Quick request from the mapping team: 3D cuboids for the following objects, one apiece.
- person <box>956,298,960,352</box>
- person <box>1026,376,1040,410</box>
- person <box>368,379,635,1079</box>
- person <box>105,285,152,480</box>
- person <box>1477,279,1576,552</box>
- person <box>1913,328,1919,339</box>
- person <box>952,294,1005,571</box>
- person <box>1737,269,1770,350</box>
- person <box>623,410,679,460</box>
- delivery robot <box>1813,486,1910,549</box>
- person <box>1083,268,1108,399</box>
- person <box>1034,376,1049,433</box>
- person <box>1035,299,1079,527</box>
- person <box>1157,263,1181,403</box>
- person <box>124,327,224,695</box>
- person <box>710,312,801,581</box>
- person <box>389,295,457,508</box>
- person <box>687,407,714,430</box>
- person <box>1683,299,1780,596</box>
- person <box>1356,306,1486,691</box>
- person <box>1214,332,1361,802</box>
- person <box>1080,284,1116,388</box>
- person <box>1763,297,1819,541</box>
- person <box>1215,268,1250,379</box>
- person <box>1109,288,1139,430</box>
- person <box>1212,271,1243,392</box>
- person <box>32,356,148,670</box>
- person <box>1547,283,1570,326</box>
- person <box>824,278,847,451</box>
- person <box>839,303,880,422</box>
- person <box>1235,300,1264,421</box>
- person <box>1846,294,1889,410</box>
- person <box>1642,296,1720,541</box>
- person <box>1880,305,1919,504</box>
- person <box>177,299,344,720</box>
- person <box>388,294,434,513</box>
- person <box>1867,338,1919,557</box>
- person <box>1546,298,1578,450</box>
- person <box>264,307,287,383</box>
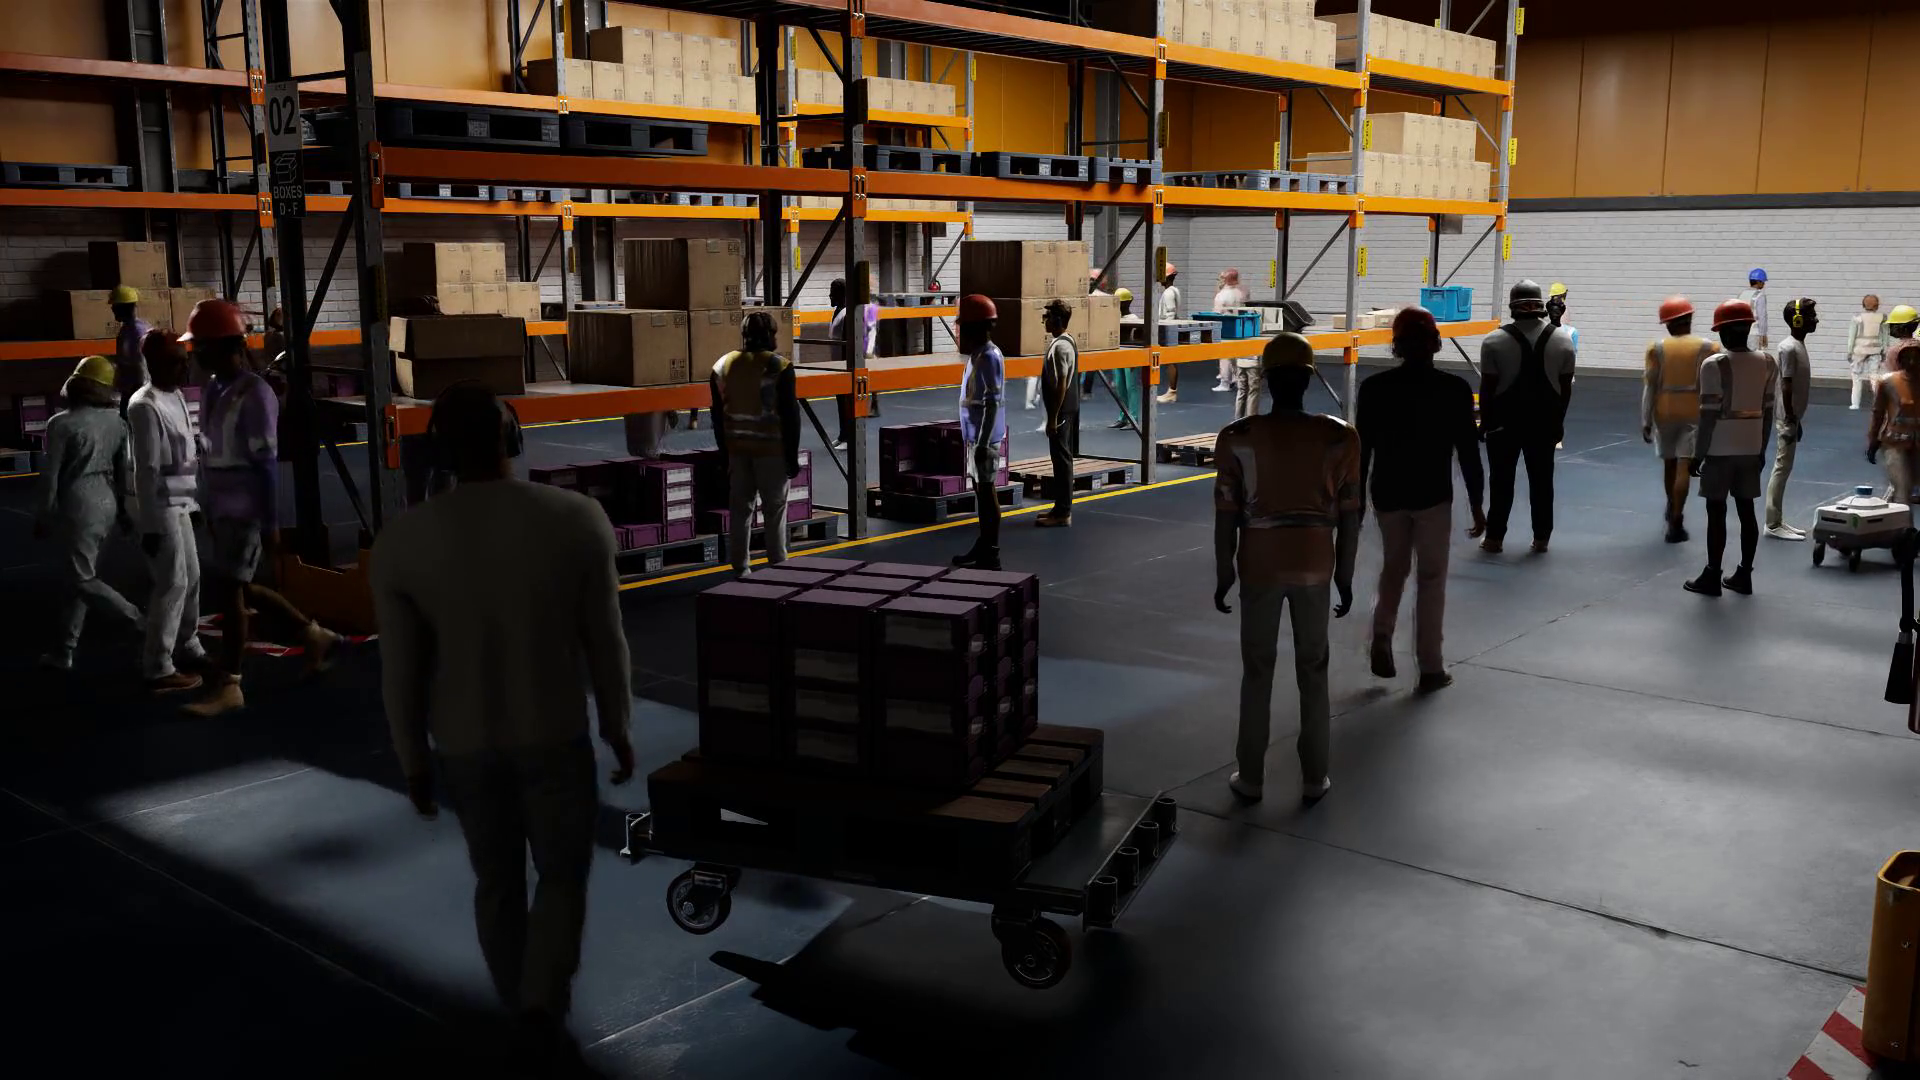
[{"bbox_3d":[0.248,-2.562,21.854,0.613,1.985,0.402,0,10,0],"label":"person"},{"bbox_3d":[1.067,-2.656,23.506,0.510,1.586,0.848,5,11,24],"label":"person"},{"bbox_3d":[-1.186,0.543,4.367,0.653,1.922,0.685,-2,10,-11],"label":"person"},{"bbox_3d":[-7.985,-1.536,16.247,0.731,1.906,0.592,-7,12,-36],"label":"person"},{"bbox_3d":[4.162,-0.924,12.368,0.678,2.000,0.537,1,10,3],"label":"person"},{"bbox_3d":[8.721,-1.281,14.984,0.652,1.837,0.462,-3,10,-17],"label":"person"},{"bbox_3d":[0.133,-0.737,11.599,0.355,1.938,0.544,-1,10,-8],"label":"person"},{"bbox_3d":[12.057,-3.136,25.340,0.575,1.939,0.612,-2,10,-9],"label":"person"},{"bbox_3d":[-2.526,-1.139,13.952,0.657,1.918,0.617,8,13,39],"label":"person"},{"bbox_3d":[6.439,-0.142,11.877,0.707,0.478,0.477,-6,12,-31],"label":"delivery robot"},{"bbox_3d":[1.895,-3.026,24.586,0.648,1.951,0.736,4,11,21],"label":"person"},{"bbox_3d":[1.030,-2.204,20.255,0.704,1.825,0.533,-9,13,-42],"label":"person"},{"bbox_3d":[0.789,-1.025,13.500,0.345,1.846,0.508,1,10,8],"label":"person"},{"bbox_3d":[3.028,-3.014,24.272,0.394,2.040,0.609,2,10,13],"label":"person"},{"bbox_3d":[-4.052,-0.158,8.516,0.380,1.875,0.646,-2,10,-13],"label":"person"},{"bbox_3d":[-1.319,-0.571,10.942,0.625,1.839,0.427,4,11,24],"label":"person"},{"bbox_3d":[-3.906,-0.852,12.339,0.643,1.908,0.410,5,11,27],"label":"person"},{"bbox_3d":[-3.225,-2.217,20.713,0.534,1.697,0.318,-3,11,-18],"label":"person"},{"bbox_3d":[4.997,-0.596,10.821,0.542,1.928,0.375,-2,10,-12],"label":"person"},{"bbox_3d":[2.330,-0.204,8.508,0.708,1.955,0.546,9,13,41],"label":"person"},{"bbox_3d":[1.318,0.120,6.774,0.585,1.919,0.374,1,10,5],"label":"person"},{"bbox_3d":[2.231,-3.346,26.859,0.965,1.797,0.584,-3,10,-18],"label":"person"},{"bbox_3d":[6.470,-0.937,12.918,0.328,1.877,0.513,6,11,29],"label":"person"},{"bbox_3d":[4.670,-3.726,28.698,0.639,1.911,0.406,-2,10,-11],"label":"person"},{"bbox_3d":[2.036,-2.243,20.694,0.342,1.760,0.529,-5,11,-26],"label":"person"},{"bbox_3d":[4.154,-3.276,26.171,0.429,1.892,0.678,8,13,40],"label":"person"},{"bbox_3d":[-4.643,-0.138,8.886,0.752,1.684,0.498,2,10,11],"label":"person"},{"bbox_3d":[8.433,-2.739,23.509,0.328,1.759,0.524,1,10,4],"label":"person"},{"bbox_3d":[-1.299,-1.957,18.595,0.392,1.920,0.593,-3,10,-18],"label":"person"},{"bbox_3d":[-1.314,-2.508,21.851,0.541,1.893,1.014,3,11,19],"label":"person"},{"bbox_3d":[3.538,-2.091,20.187,0.314,1.632,0.521,-5,11,-28],"label":"person"},{"bbox_3d":[12.590,-2.592,23.061,0.520,1.626,0.508,2,10,9],"label":"person"},{"bbox_3d":[5.651,-0.957,13.034,0.575,1.869,0.963,6,12,31],"label":"person"},{"bbox_3d":[8.256,-1.175,14.619,0.531,1.760,0.353,-6,12,-31],"label":"person"},{"bbox_3d":[-3.488,-0.173,8.187,0.616,2.019,0.849,9,14,43],"label":"person"},{"bbox_3d":[-4.199,-0.980,13.122,0.648,1.882,1.020,8,13,37],"label":"person"},{"bbox_3d":[7.066,-0.716,12.456,0.529,1.603,0.791,1,10,7],"label":"person"},{"bbox_3d":[6.614,-1.849,18.611,0.530,1.697,0.322,4,11,19],"label":"person"},{"bbox_3d":[-7.268,-1.683,17.875,0.492,1.626,0.284,6,12,31],"label":"person"}]
